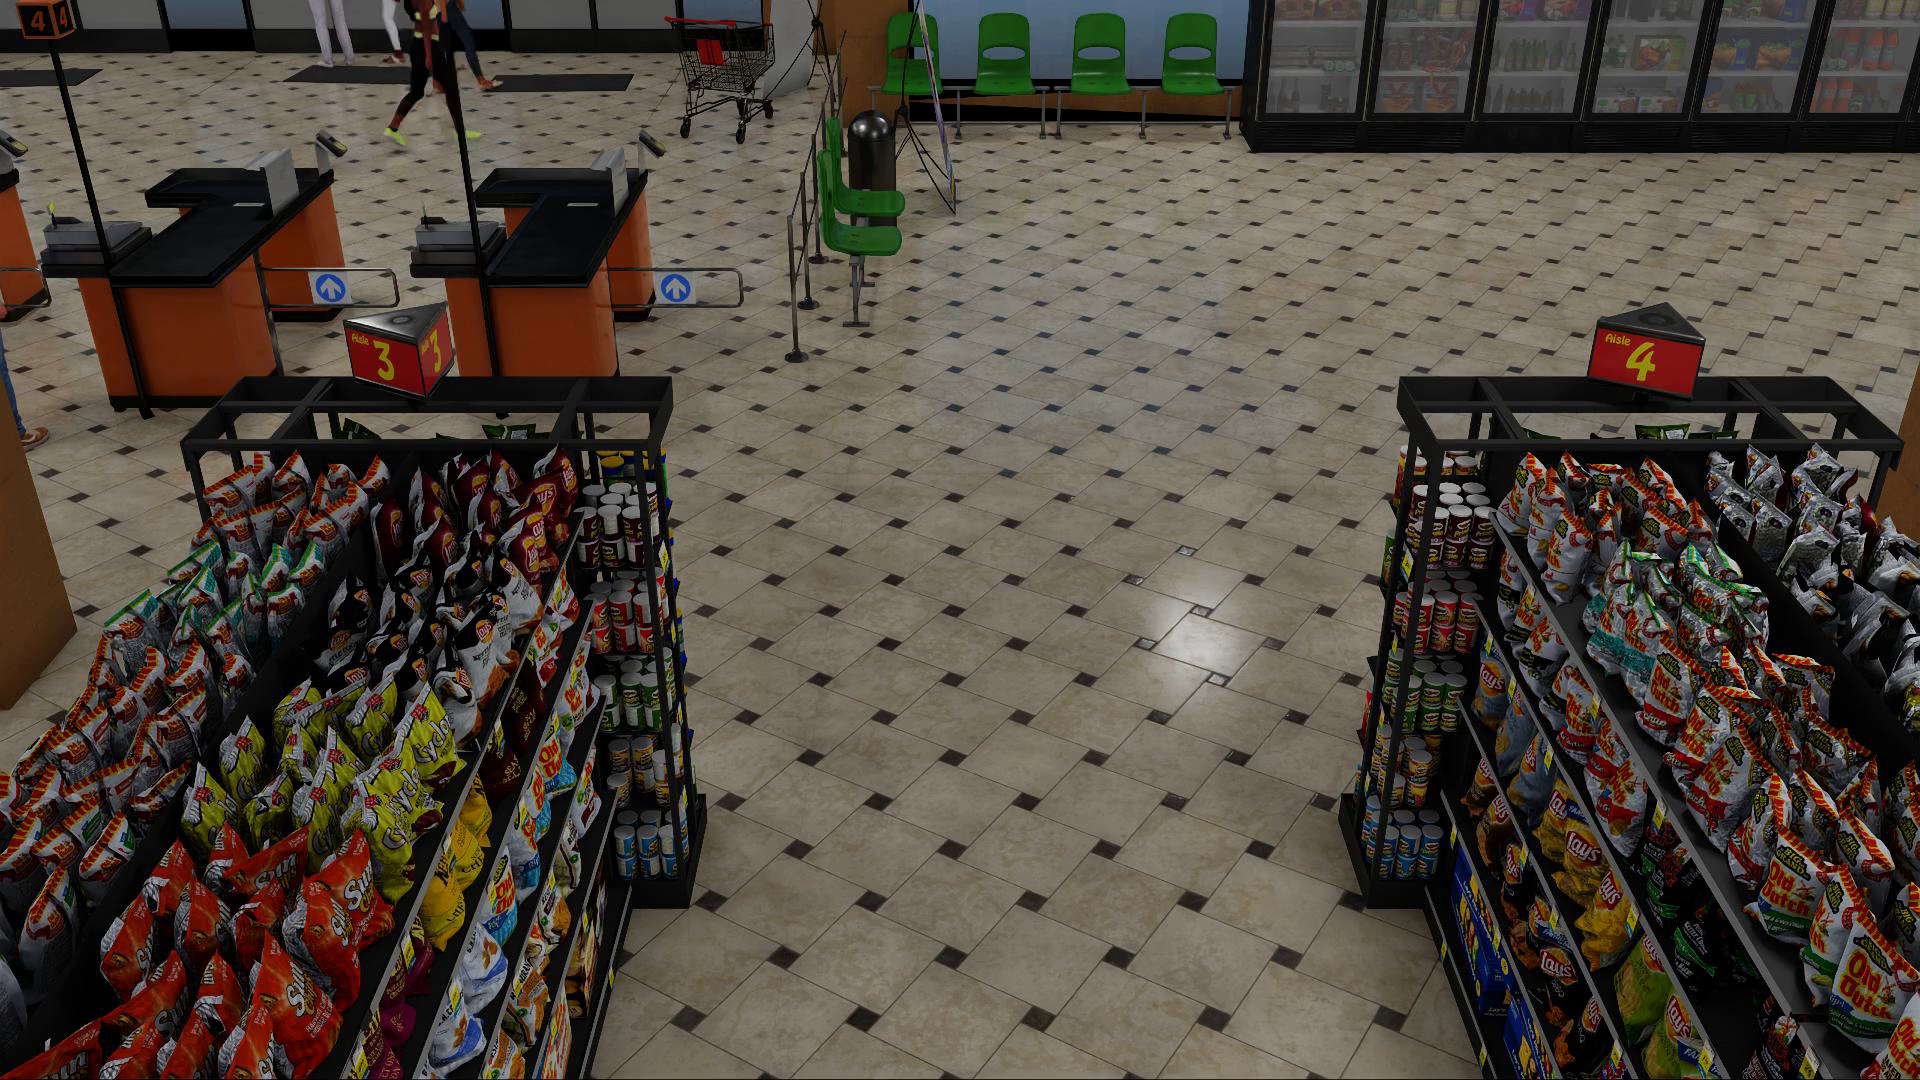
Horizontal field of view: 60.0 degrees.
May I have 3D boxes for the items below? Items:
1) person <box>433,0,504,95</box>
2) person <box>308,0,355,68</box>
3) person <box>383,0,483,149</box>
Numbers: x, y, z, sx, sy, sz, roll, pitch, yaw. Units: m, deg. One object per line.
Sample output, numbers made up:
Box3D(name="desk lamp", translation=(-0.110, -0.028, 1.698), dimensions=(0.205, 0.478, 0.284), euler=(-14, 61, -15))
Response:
Box3D(name="person", translation=(-5.441, -5.521, 17.326), dimensions=(0.891, 1.758, 0.984), euler=(-12, 31, -21))
Box3D(name="person", translation=(-7.097, -6.230, 18.488), dimensions=(0.740, 1.888, 0.770), euler=(-21, 35, -33))
Box3D(name="person", translation=(-5.066, -4.486, 15.477), dimensions=(1.109, 1.713, 1.128), euler=(-21, 35, -34))
